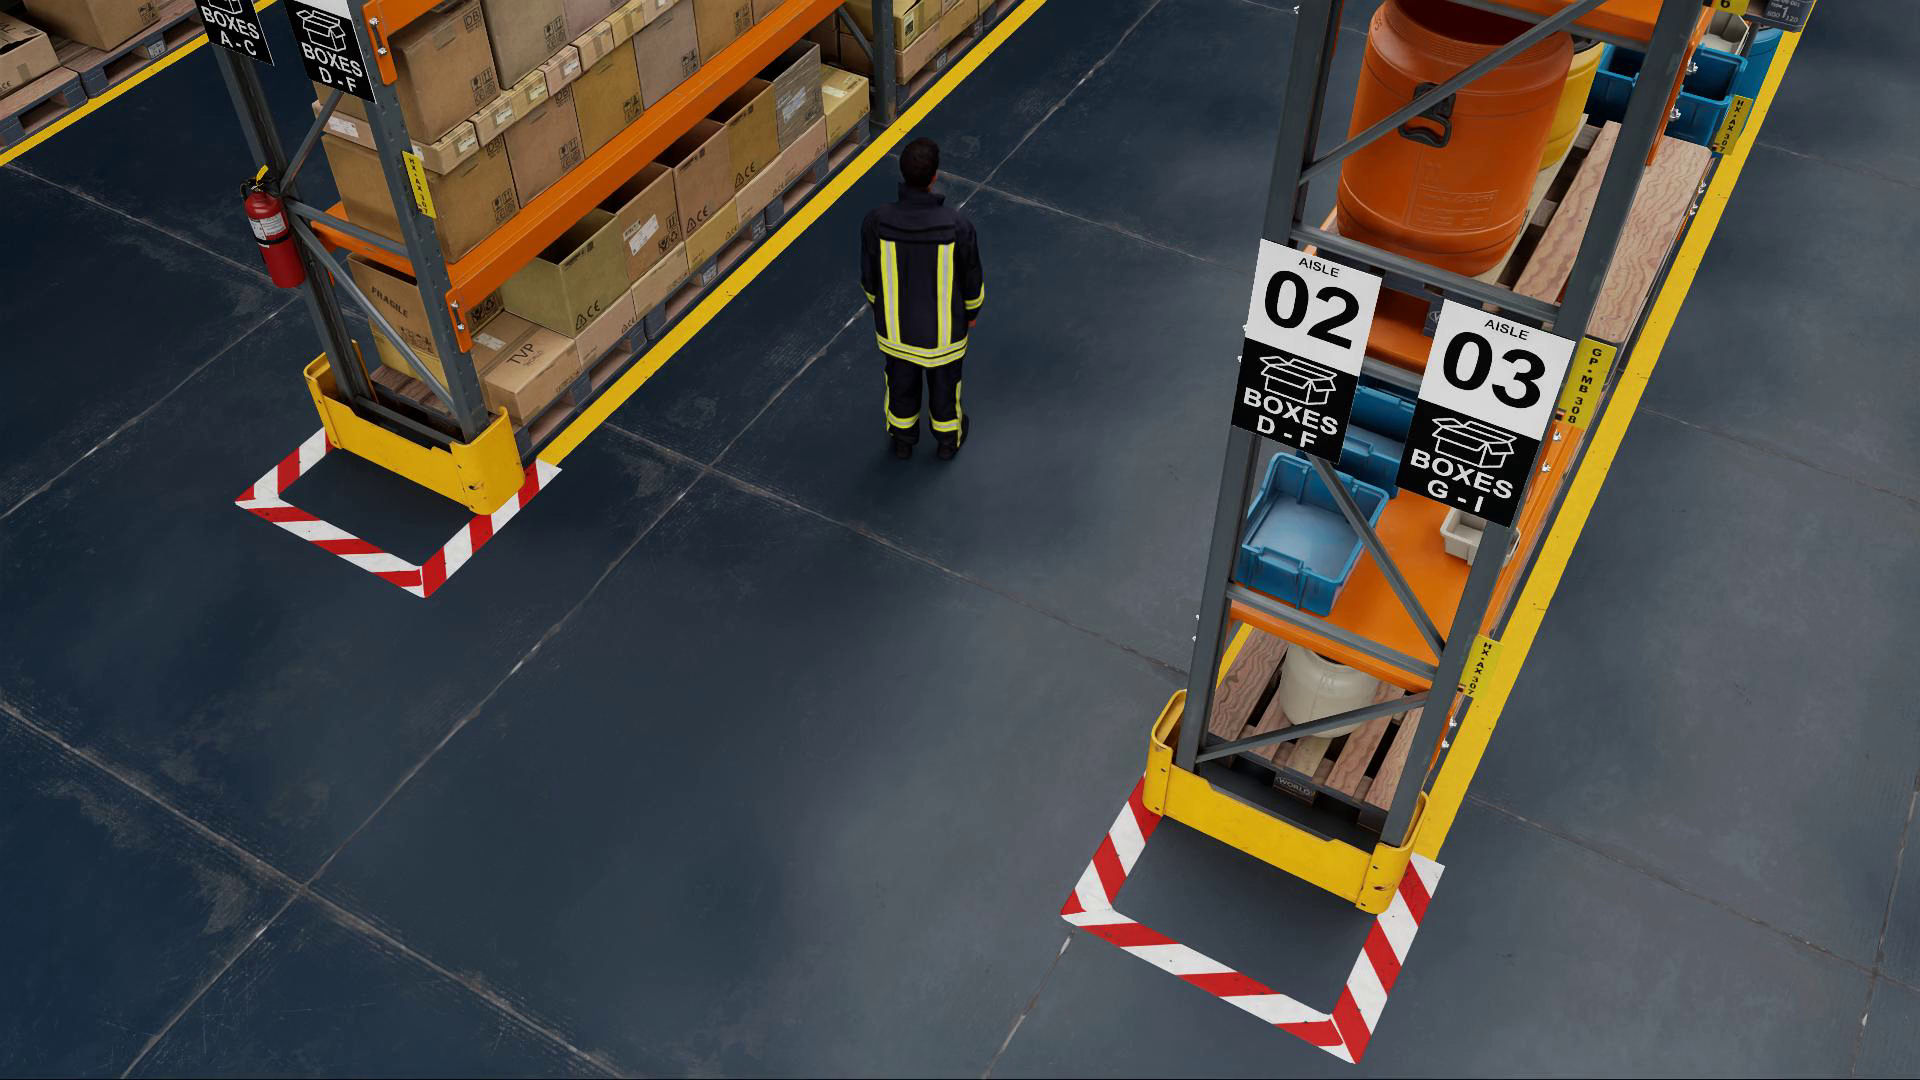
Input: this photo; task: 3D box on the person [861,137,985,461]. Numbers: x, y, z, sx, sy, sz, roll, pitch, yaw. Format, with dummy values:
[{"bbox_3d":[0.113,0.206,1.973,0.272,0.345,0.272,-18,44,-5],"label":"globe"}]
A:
[{"bbox_3d":[-0.191,-1.172,8.405,0.874,1.928,0.832,5,47,5],"label":"person"}]
